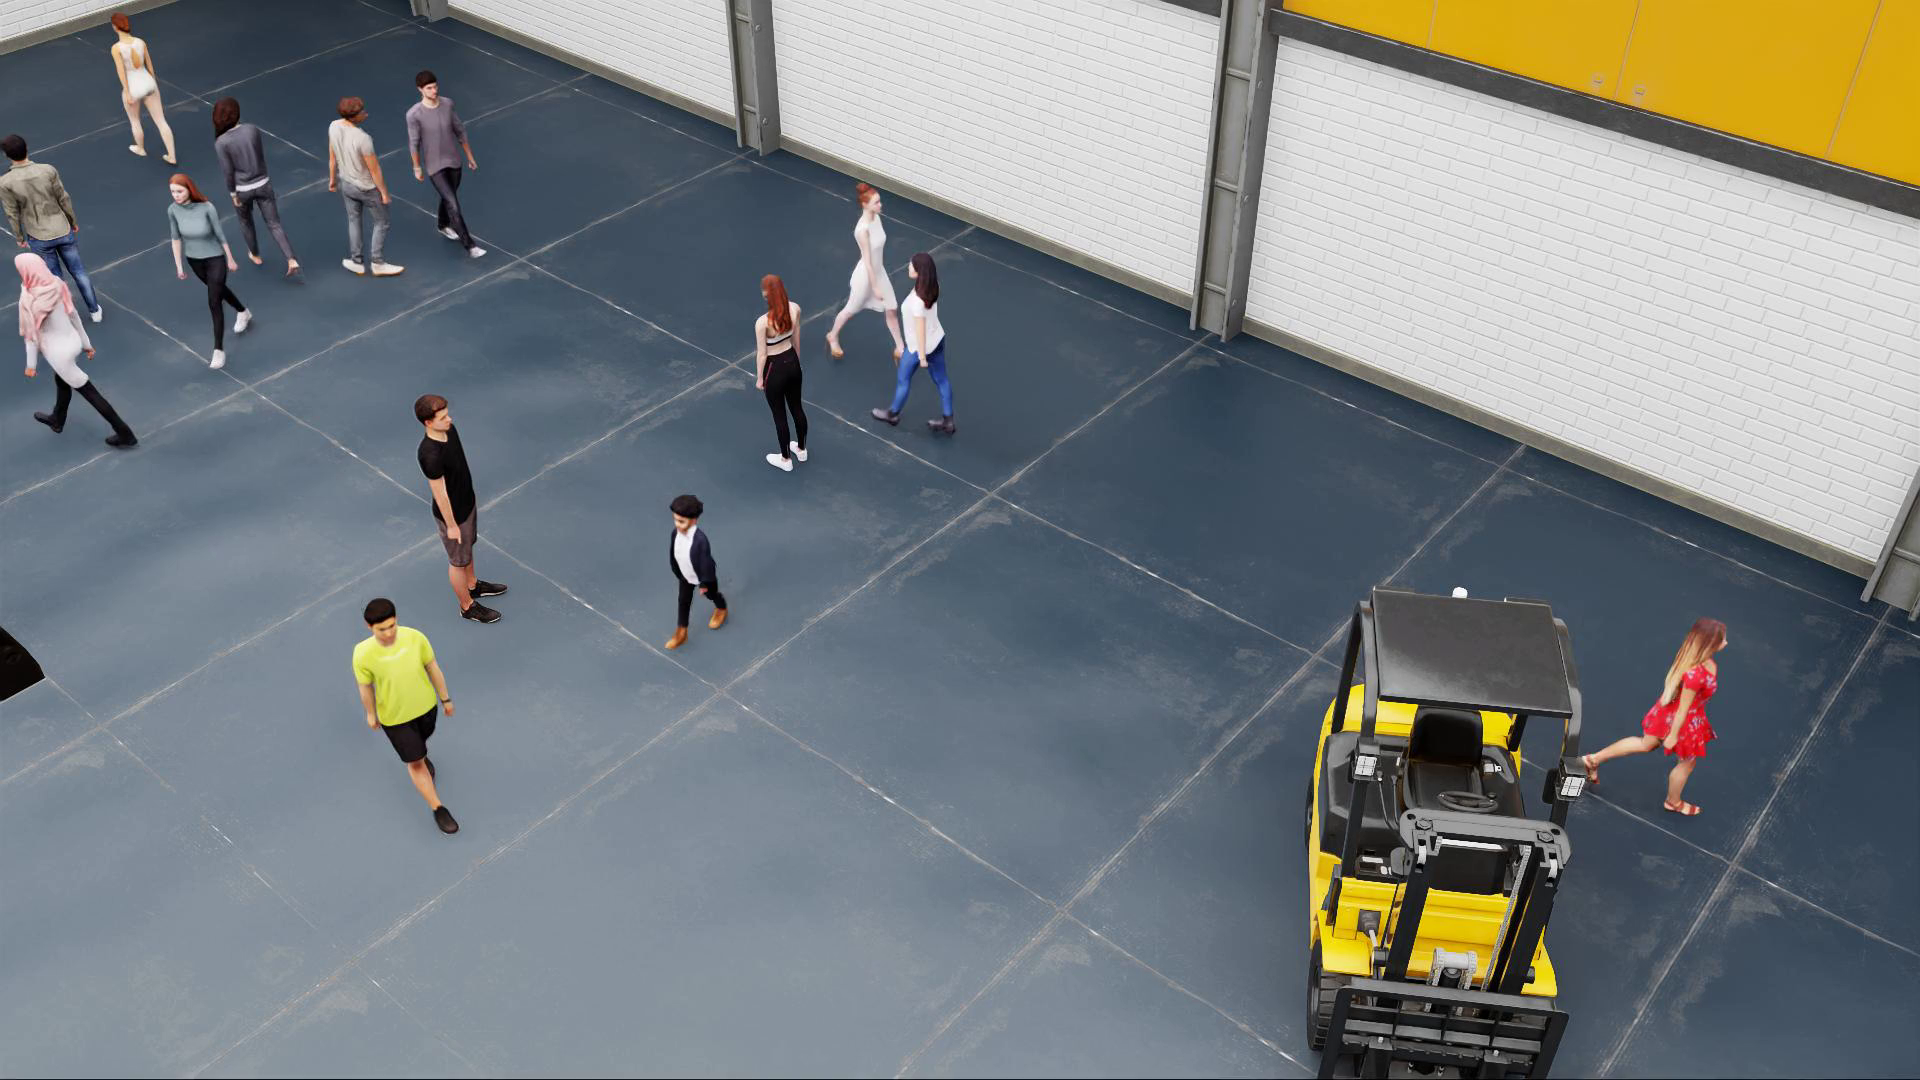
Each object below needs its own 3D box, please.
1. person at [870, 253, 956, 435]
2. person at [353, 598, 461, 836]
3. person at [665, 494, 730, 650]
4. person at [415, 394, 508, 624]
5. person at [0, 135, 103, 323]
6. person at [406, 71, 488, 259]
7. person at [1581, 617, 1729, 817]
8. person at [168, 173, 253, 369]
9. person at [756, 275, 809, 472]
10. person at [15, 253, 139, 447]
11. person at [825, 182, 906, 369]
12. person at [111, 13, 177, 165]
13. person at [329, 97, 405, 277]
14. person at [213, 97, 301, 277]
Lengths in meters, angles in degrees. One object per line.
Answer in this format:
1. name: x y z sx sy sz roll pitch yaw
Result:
1. person: -0.199 -1.554 13.590 1.019 1.655 0.759 18 42 21
2. person: -3.488 0.988 10.399 0.781 1.665 1.132 -26 45 -29
3. person: -1.830 0.181 11.785 0.792 1.198 0.644 21 43 25
4. person: -3.590 -0.252 11.795 0.810 1.861 0.763 -1 39 -2
5. person: -8.173 -2.754 14.922 0.737 1.869 0.642 -28 46 -31
6. person: -5.055 -3.665 16.114 1.116 1.804 0.691 28 46 30
7. person: 4.375 1.088 10.353 1.088 1.567 0.820 11 40 13
8. person: -6.614 -2.466 14.700 1.157 1.695 1.131 2 39 2
9. person: -1.413 -1.340 13.245 0.611 1.752 0.556 -30 47 -32
10. person: -7.129 -1.469 13.402 1.250 1.757 1.022 6 39 8
11. person: -0.882 -2.245 14.384 1.165 1.746 0.799 15 41 17
12. person: -8.621 -4.734 17.600 0.863 1.621 0.598 26 45 28
13. person: -5.689 -3.322 15.653 0.611 1.844 0.973 10 40 12
14. person: -6.637 -3.299 15.710 0.723 1.737 1.131 -28 47 -31
